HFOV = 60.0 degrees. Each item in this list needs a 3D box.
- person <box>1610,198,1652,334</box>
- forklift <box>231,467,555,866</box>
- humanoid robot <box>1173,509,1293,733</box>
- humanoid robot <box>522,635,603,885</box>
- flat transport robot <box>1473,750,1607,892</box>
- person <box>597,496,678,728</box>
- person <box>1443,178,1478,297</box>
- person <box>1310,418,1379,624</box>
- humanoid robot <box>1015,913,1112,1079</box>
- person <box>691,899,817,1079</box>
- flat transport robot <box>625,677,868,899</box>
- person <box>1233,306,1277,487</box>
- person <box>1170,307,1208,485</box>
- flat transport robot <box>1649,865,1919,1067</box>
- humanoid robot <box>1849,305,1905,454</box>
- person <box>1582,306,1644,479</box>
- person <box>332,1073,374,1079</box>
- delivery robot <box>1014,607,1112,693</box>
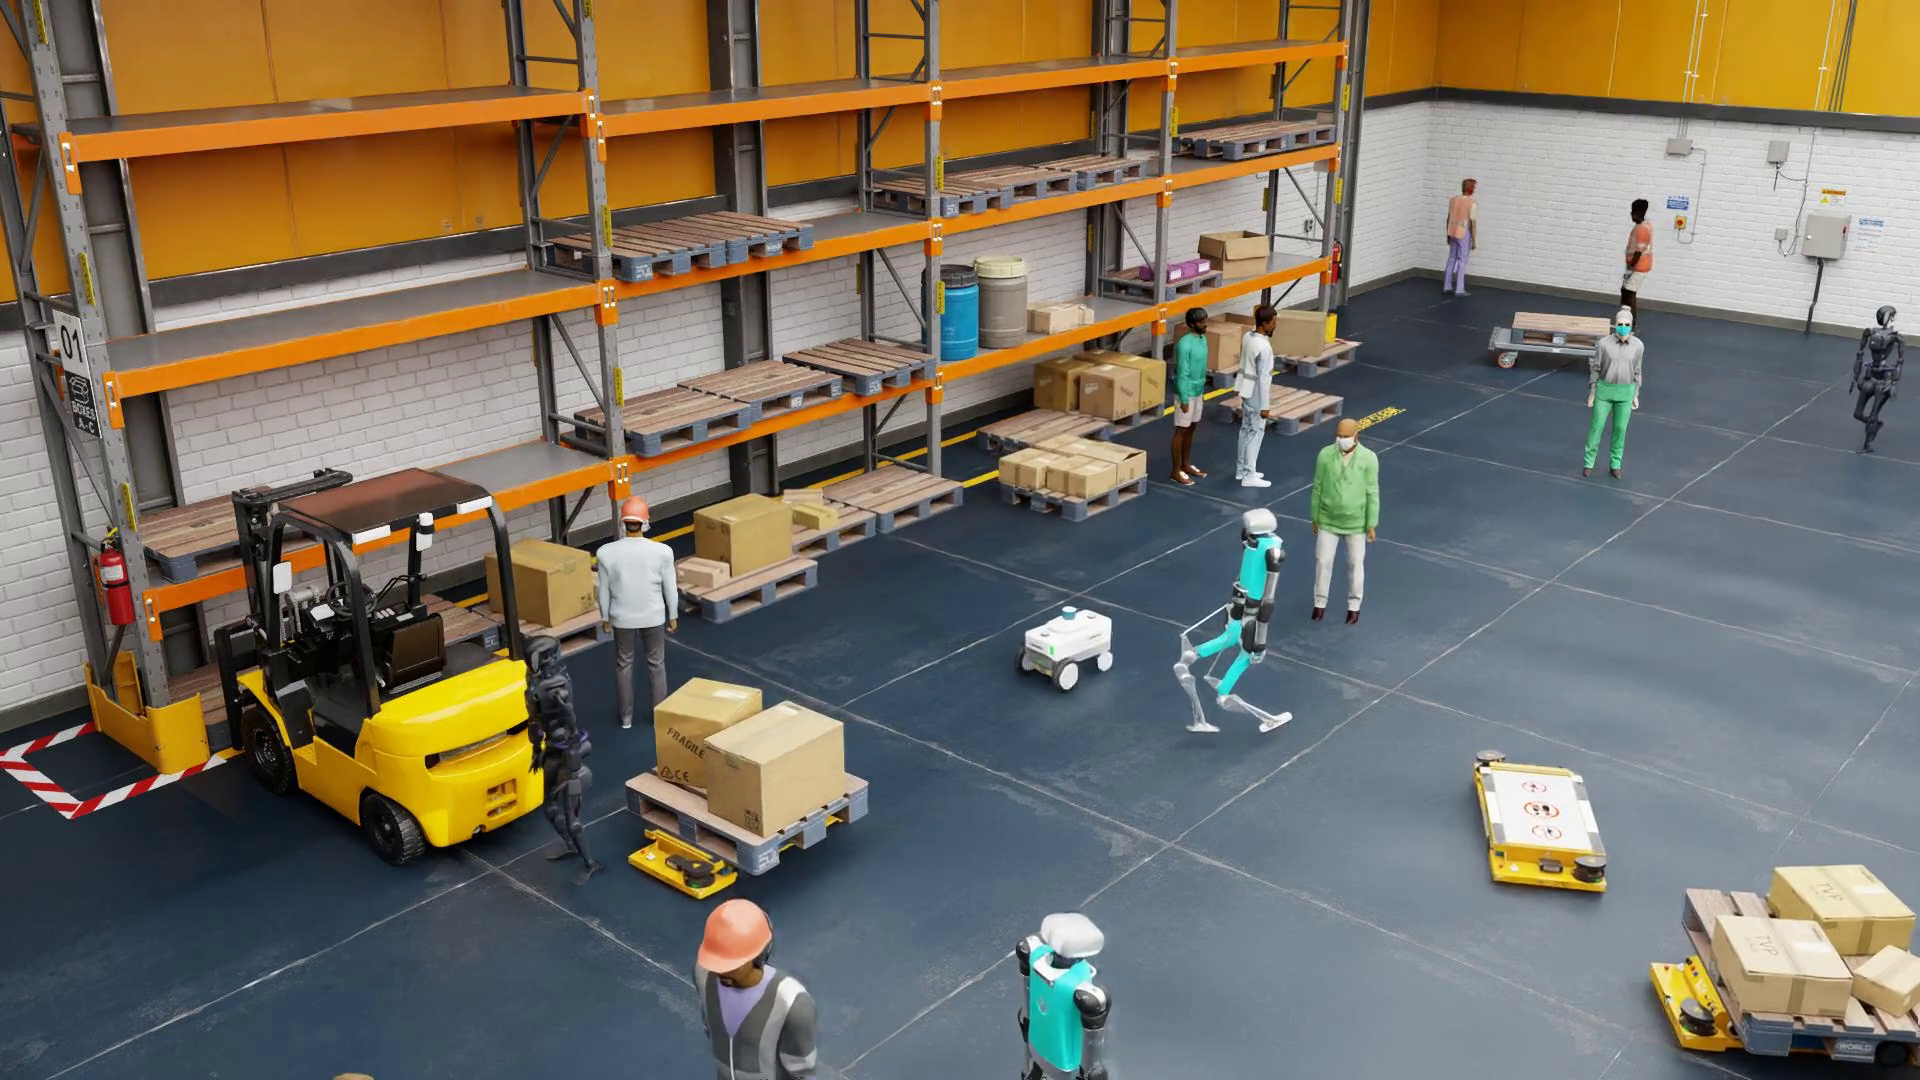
[{"bbox_3d":[9.638,-3.917,23.778,0.454,1.927,0.647,6,21,15],"label":"person"},{"bbox_3d":[-3.730,0.710,10.856,2.313,2.155,1.214,17,26,38],"label":"forklift"},{"bbox_3d":[1.894,0.639,11.689,1.001,1.738,0.539,-5,21,-13],"label":"humanoid robot"},{"bbox_3d":[-2.384,1.307,9.995,0.379,1.643,0.594,-17,26,-38],"label":"humanoid robot"},{"bbox_3d":[3.708,1.792,10.697,0.659,0.231,1.431,4,21,11],"label":"flat transport robot"},{"bbox_3d":[-2.314,0.524,12.007,0.571,1.739,0.347,-3,20,-8],"label":"person"},{"bbox_3d":[7.868,-4.753,26.158,0.373,1.839,0.569,-11,23,-27],"label":"person"},{"bbox_3d":[3.187,-0.168,13.839,0.554,1.774,0.394,6,21,15],"label":"person"},{"bbox_3d":[0.667,2.332,7.177,0.888,1.818,0.539,-13,24,-32],"label":"humanoid robot"},{"bbox_3d":[-0.842,2.309,6.827,0.617,1.969,1.114,11,23,27],"label":"person"},{"bbox_3d":[-1.346,1.824,10.609,0.659,0.231,1.431,16,26,37],"label":"flat transport robot"},{"bbox_3d":[3.060,-1.487,17.222,0.409,1.908,0.595,-3,21,-9],"label":"person"},{"bbox_3d":[2.401,-1.525,17.401,0.403,1.851,0.495,14,24,33],"label":"person"},{"bbox_3d":[4.498,2.479,8.835,1.431,0.231,0.659,2,20,7],"label":"flat transport robot"},{"bbox_3d":[10.184,-1.779,18.355,0.499,1.644,0.587,-9,22,-24],"label":"humanoid robot"},{"bbox_3d":[6.880,-1.553,17.489,0.525,1.839,0.329,4,21,10],"label":"person"},{"bbox_3d":[-2.051,2.684,5.878,0.627,1.935,0.373,-5,21,-13],"label":"person"},{"bbox_3d":[0.835,0.811,12.929,0.783,0.586,0.499,-17,26,-39],"label":"delivery robot"}]
